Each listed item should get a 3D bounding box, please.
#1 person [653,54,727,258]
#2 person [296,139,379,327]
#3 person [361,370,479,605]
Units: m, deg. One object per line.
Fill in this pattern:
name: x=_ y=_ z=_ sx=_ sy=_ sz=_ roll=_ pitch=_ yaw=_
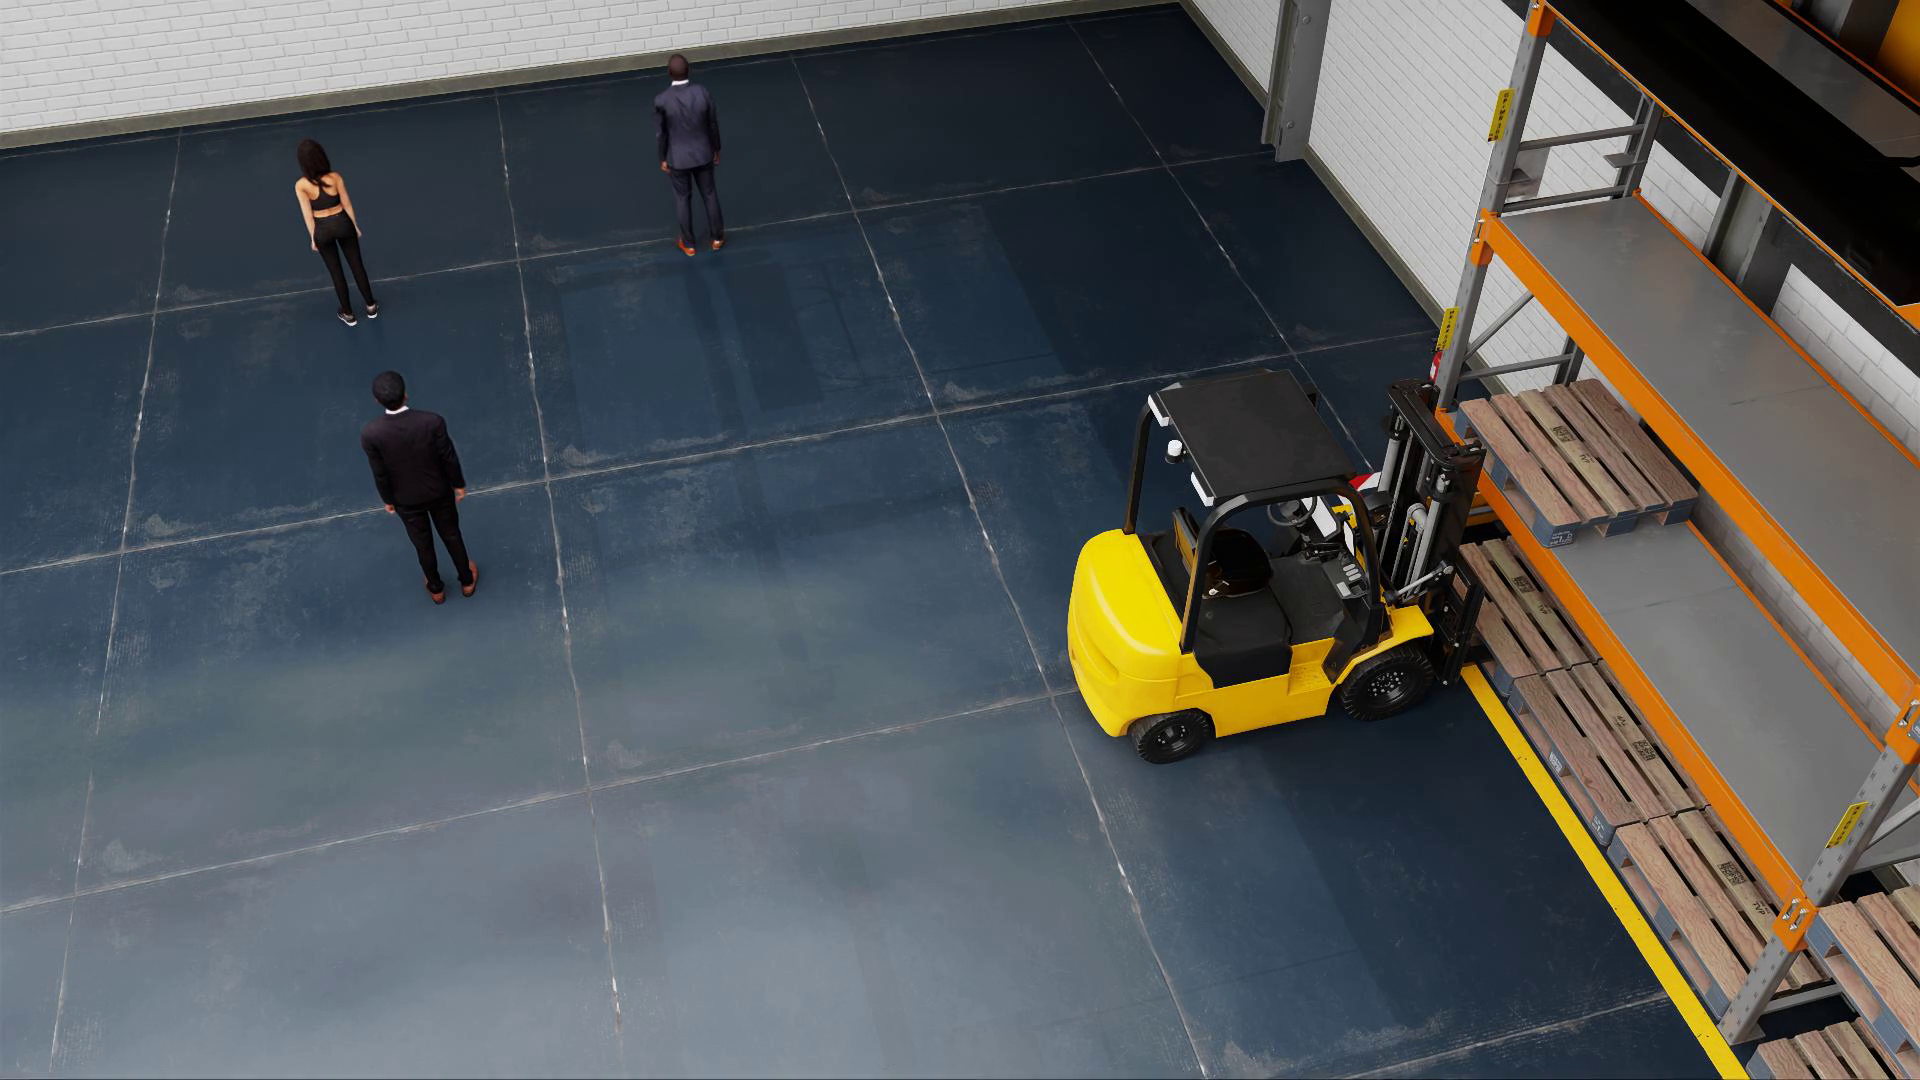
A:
person: x=-2.275 y=-3.240 z=14.019 sx=0.695 sy=1.825 sz=0.583 roll=-12 pitch=45 yaw=-13
person: x=-5.021 y=-2.469 z=13.341 sx=0.599 sy=1.644 sz=0.572 roll=-23 pitch=48 yaw=-22
person: x=-3.542 y=-0.334 z=10.926 sx=0.712 sy=1.884 sz=0.567 roll=-14 pitch=45 yaw=-14
